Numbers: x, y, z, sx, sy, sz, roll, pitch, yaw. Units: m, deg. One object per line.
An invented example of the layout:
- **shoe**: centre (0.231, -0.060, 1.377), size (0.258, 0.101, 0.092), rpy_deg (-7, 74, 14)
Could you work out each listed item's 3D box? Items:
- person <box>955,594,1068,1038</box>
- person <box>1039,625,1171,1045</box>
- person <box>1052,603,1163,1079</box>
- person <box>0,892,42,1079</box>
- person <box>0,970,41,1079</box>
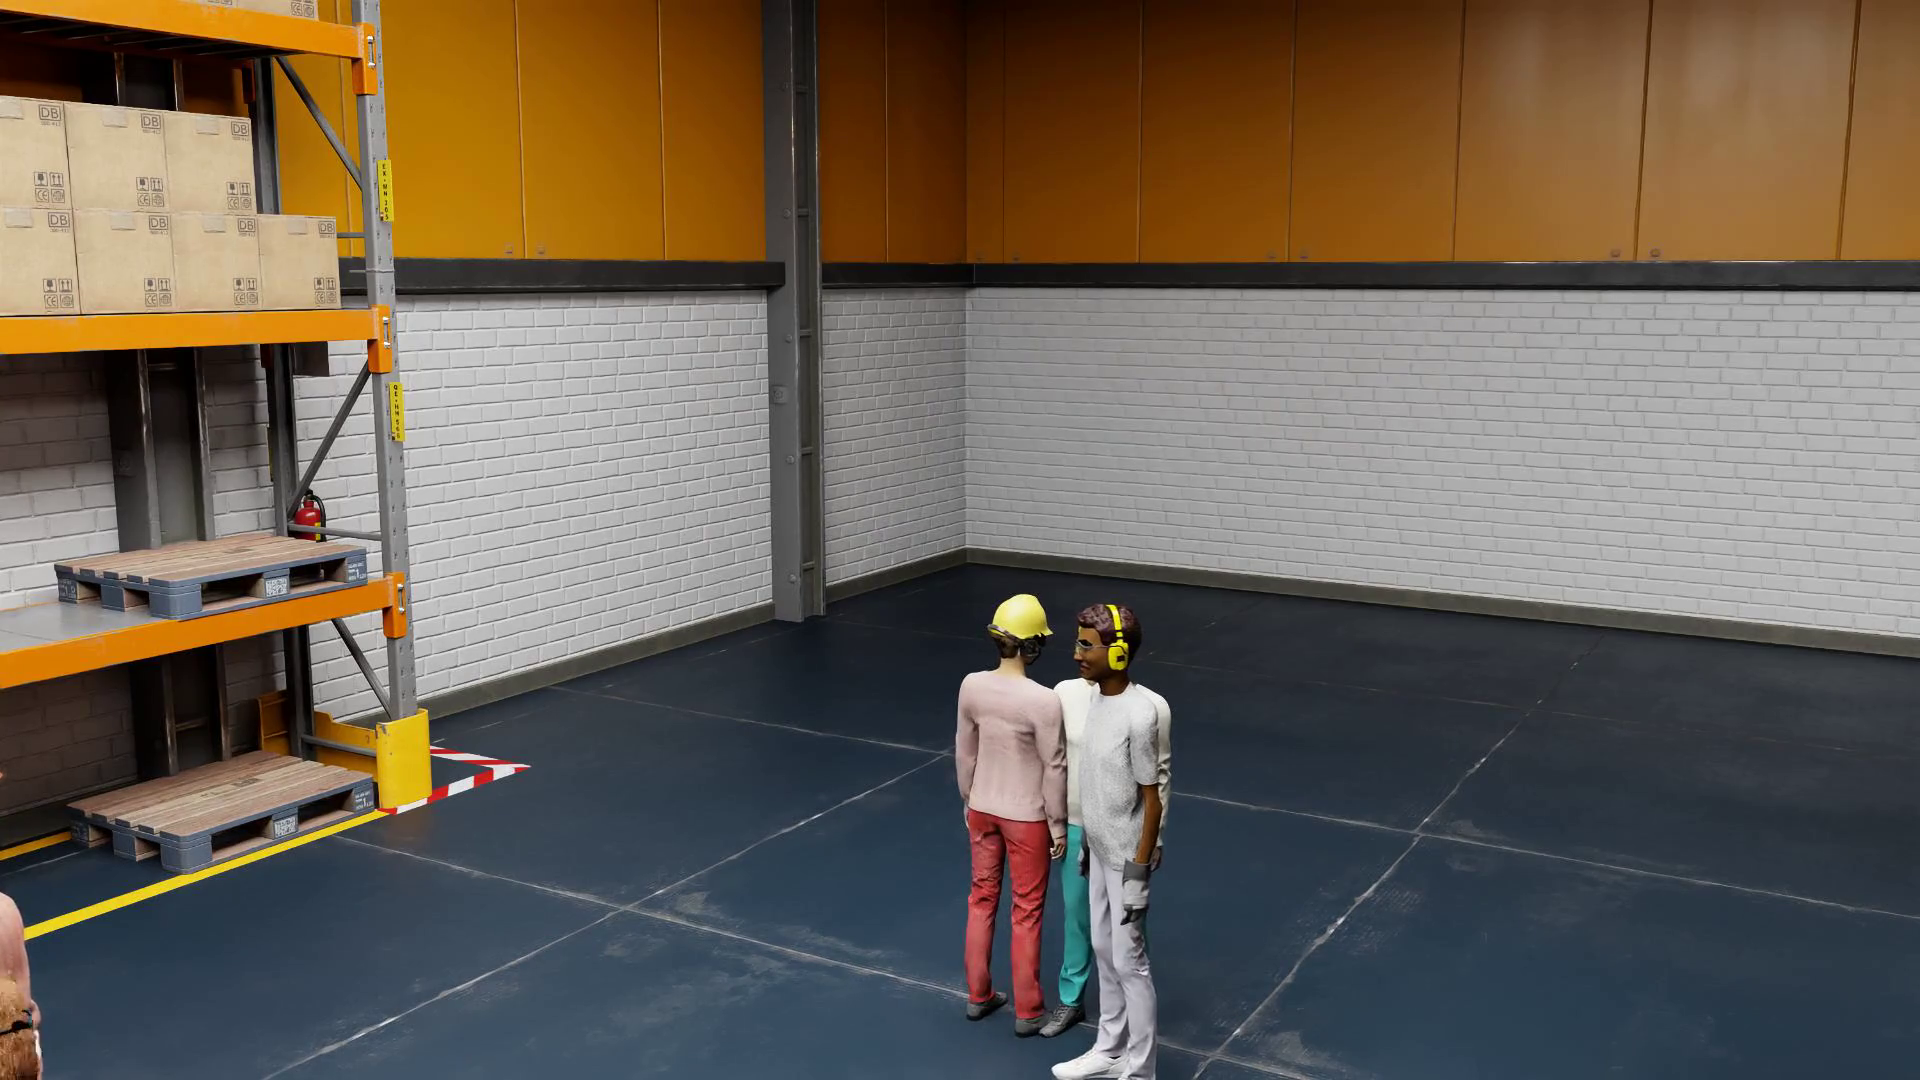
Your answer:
- **person**: centre (0.223, 1.091, 6.671), size (0.533, 1.767, 0.327), rpy_deg (8, 12, 41)
- **person**: centre (0.559, 1.122, 6.502), size (0.523, 1.760, 0.325), rpy_deg (5, 10, 27)
- **person**: centre (0.551, 1.144, 6.013), size (0.323, 1.870, 0.518), rpy_deg (-3, 9, -16)
- **person**: centre (-2.436, 1.405, 3.995), size (0.612, 1.994, 0.394), rpy_deg (2, 9, 15)
- **person**: centre (-2.019, 1.676, 3.444), size (0.521, 1.616, 0.517), rpy_deg (-6, 11, -33)
